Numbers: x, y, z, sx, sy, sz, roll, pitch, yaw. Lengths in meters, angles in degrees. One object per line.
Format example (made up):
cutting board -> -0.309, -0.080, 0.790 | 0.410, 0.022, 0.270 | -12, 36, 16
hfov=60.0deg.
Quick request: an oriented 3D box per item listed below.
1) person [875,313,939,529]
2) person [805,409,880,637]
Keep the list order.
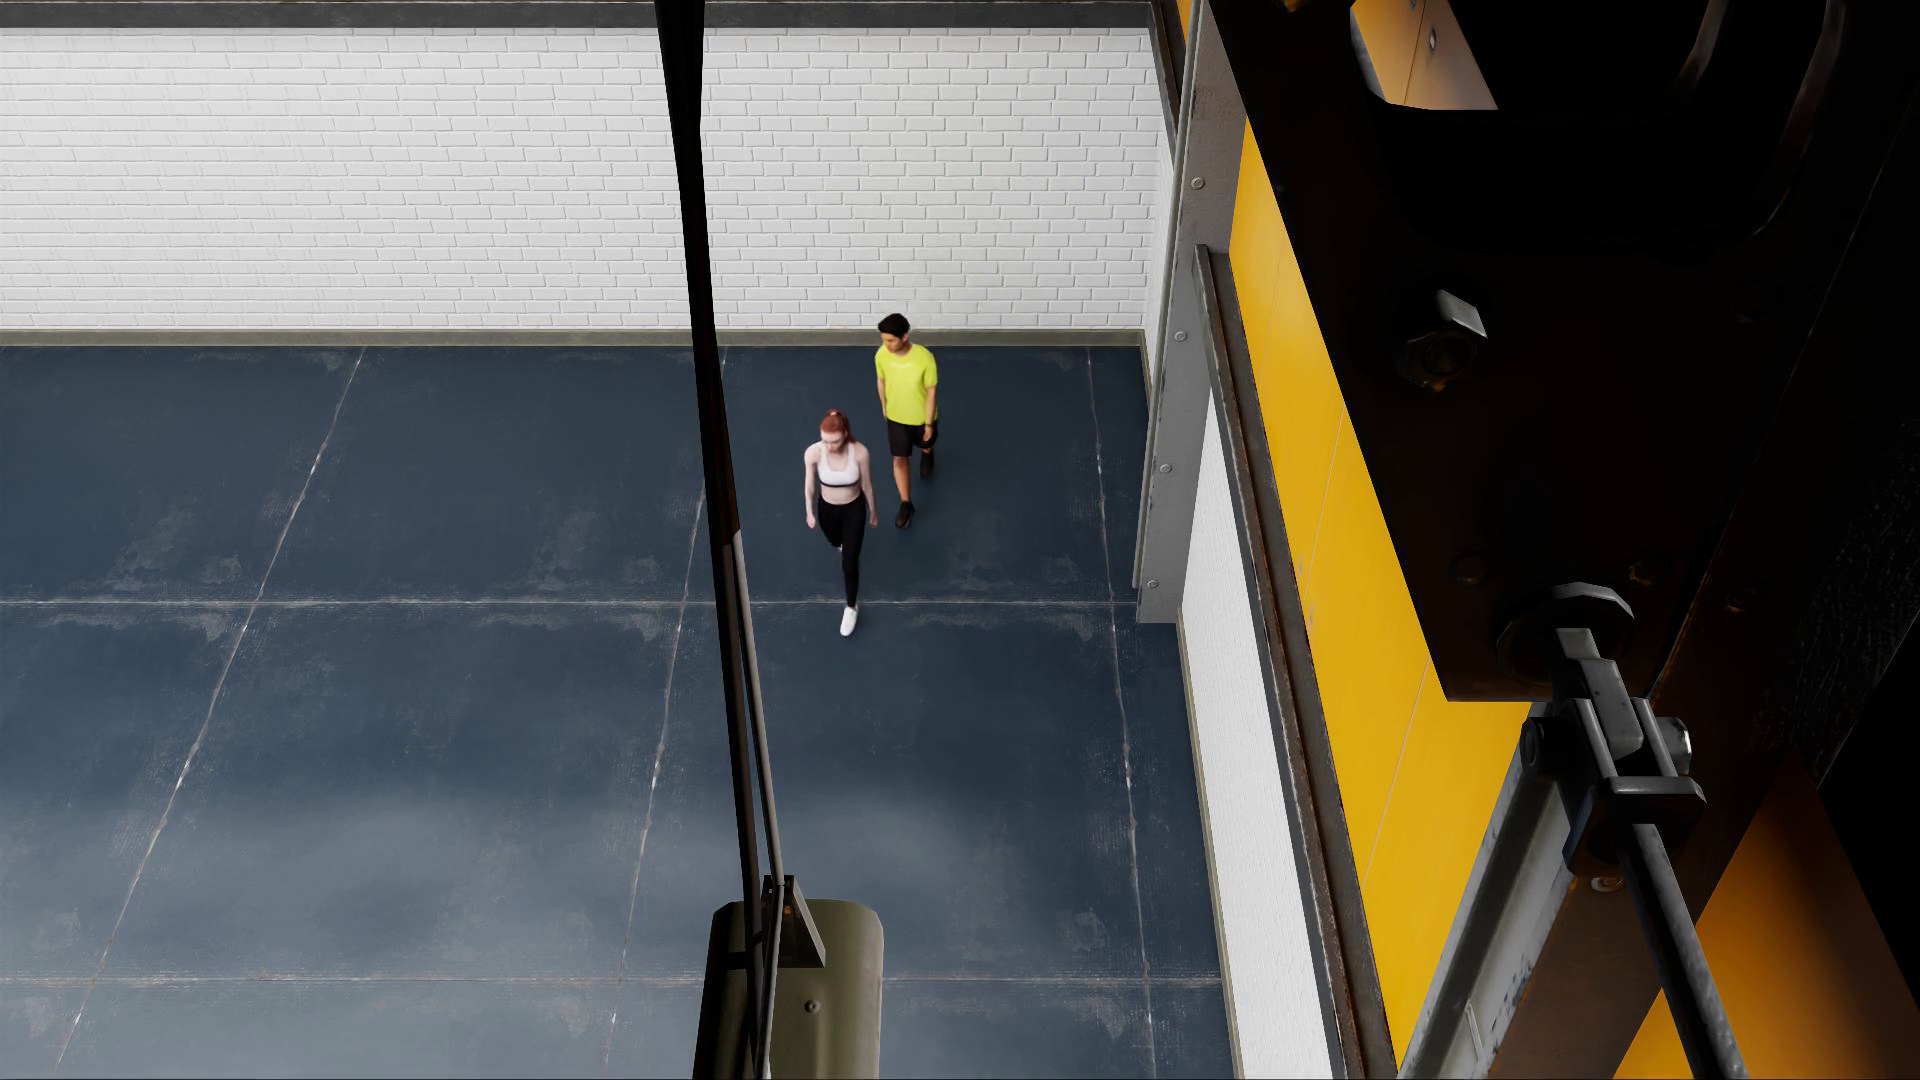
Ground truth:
person -> -0.326, -0.974, 11.926 | 0.729, 1.669, 1.138 | 6, 44, 6
person -> -0.793, -0.256, 11.139 | 0.637, 1.714, 1.122 | -1, 44, -1
